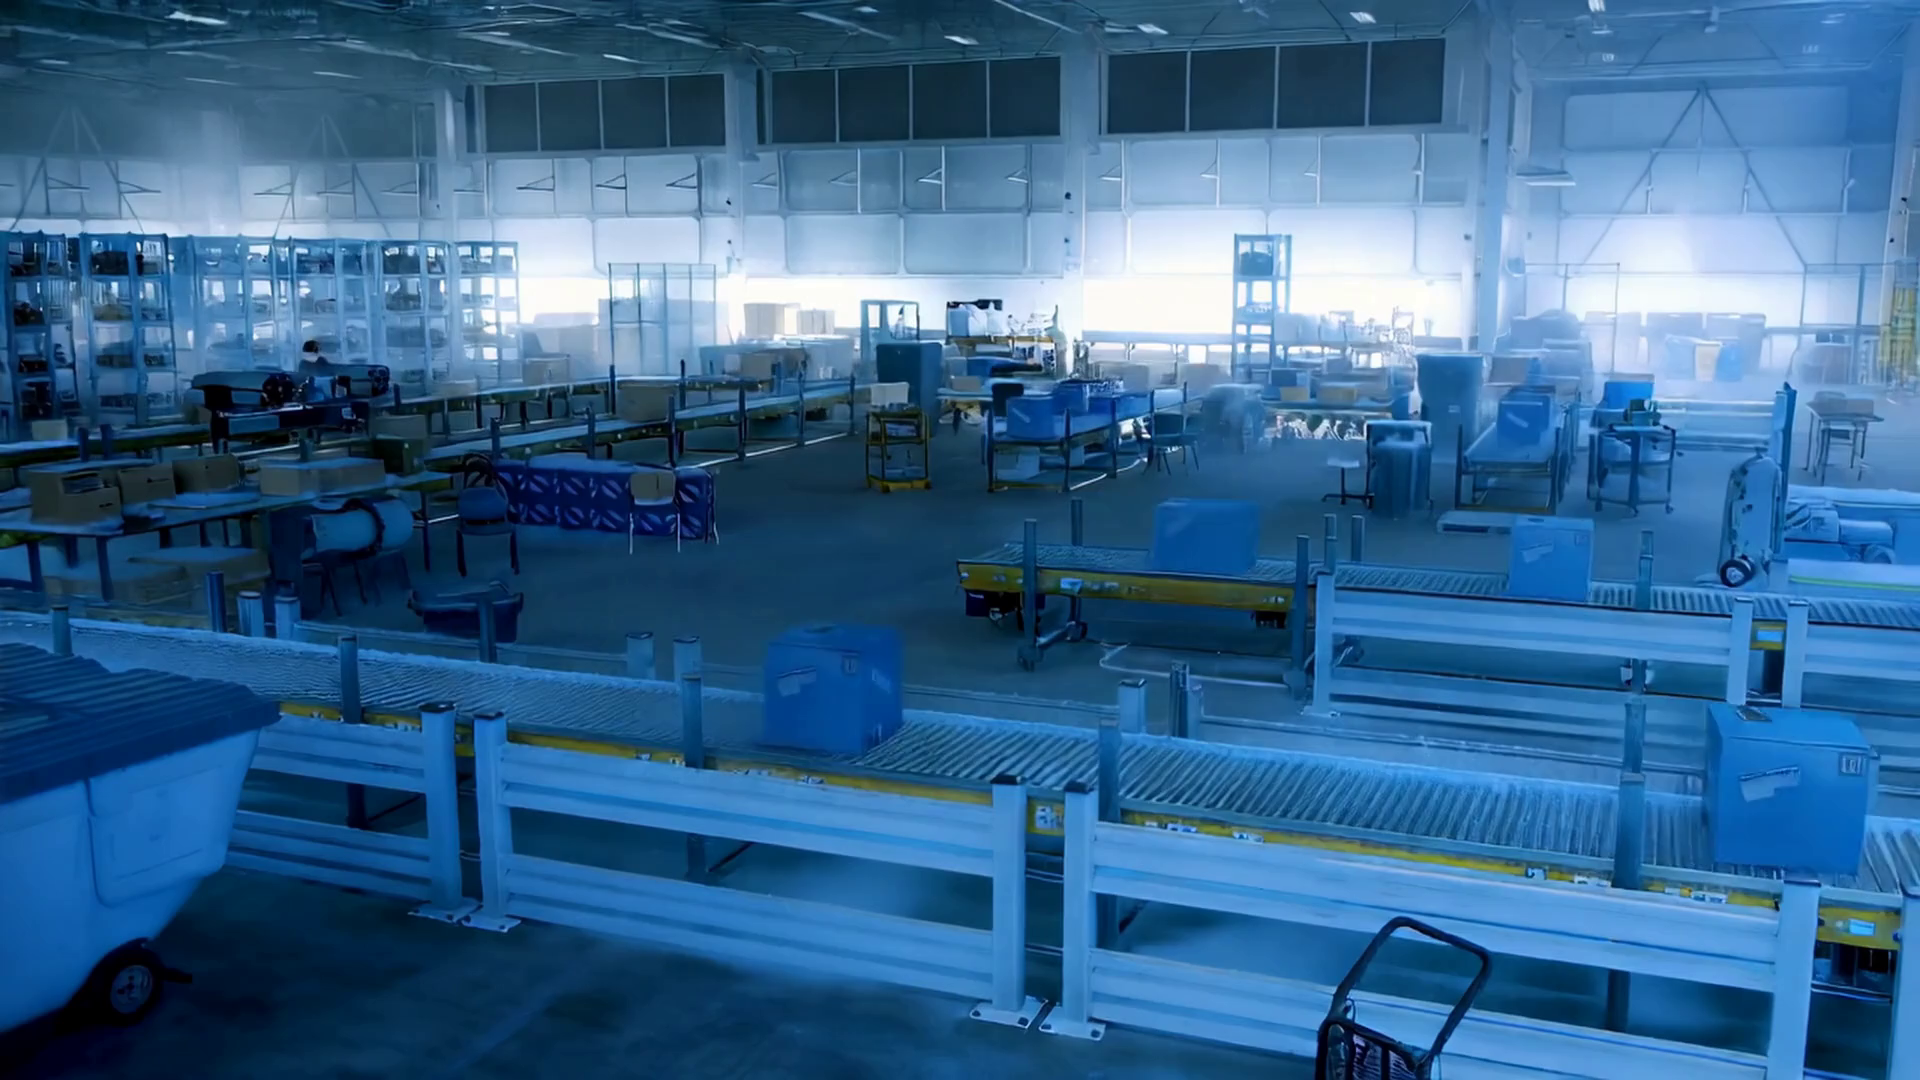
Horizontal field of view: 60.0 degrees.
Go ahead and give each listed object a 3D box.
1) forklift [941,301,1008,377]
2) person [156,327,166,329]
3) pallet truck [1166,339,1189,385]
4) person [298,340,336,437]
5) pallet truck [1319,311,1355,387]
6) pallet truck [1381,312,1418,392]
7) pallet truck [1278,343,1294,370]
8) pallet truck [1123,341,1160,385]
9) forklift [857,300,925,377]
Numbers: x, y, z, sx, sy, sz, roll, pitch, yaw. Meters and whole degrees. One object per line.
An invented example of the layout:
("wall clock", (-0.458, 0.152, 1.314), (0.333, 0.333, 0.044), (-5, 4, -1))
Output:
("forklift", (0.365, -4.966, 41.571), (1.157, 1.987, 2.680), (3, 10, 20))
("person", (-17.993, -4.060, 37.537), (0.569, 1.831, 0.412), (-6, 11, -34))
("pallet truck", (5.418, -4.269, 40.420), (0.704, 1.261, 1.522), (3, 10, 20))
("person", (-10.759, -2.404, 27.576), (0.627, 1.792, 0.868), (2, 10, 11))
("pallet truck", (9.071, -4.419, 39.190), (0.823, 1.965, 1.885), (5, 10, 26))
("pallet truck", (10.207, -4.283, 38.369), (0.823, 1.965, 1.885), (3, 10, 20))
("pallet truck", (7.886, -4.163, 39.743), (0.653, 1.274, 1.630), (4, 10, 22))
("pallet truck", (4.445, -4.380, 41.279), (0.680, 1.201, 1.601), (4, 10, 22))
("forklift", (-1.732, -5.109, 42.468), (1.157, 1.987, 2.680), (4, 10, 22))
